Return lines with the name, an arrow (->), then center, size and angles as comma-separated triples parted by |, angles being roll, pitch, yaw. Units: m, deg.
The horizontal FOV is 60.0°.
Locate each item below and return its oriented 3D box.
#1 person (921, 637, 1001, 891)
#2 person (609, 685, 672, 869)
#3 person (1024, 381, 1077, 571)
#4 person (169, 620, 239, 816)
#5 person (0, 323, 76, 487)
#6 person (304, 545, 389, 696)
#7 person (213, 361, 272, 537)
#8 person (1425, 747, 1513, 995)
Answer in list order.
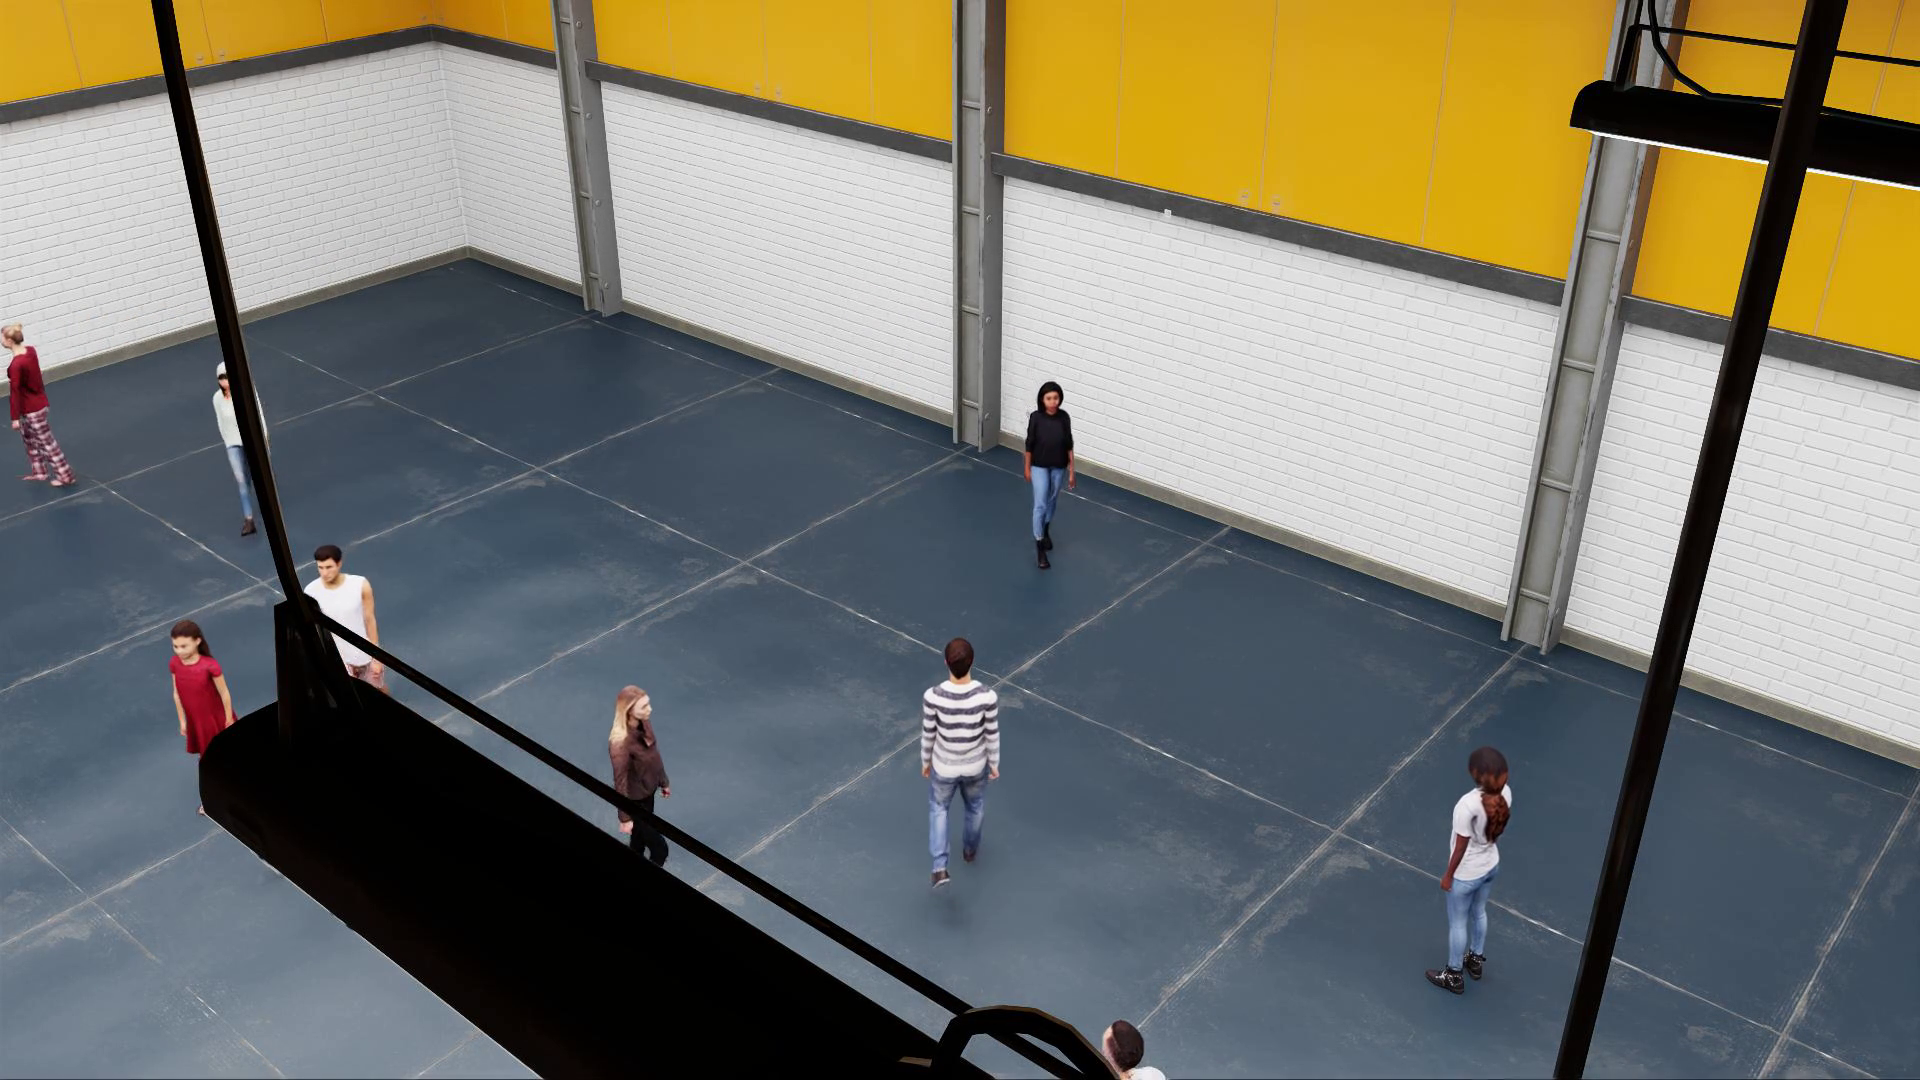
person -> -0.010, 1.486, 10.785 | 1.061, 1.832, 1.078 | 1, 29, 2
person -> -2.133, 1.644, 10.639 | 0.812, 1.694, 0.766 | 5, 29, 9
person -> 0.775, -0.666, 14.895 | 0.872, 1.673, 0.995 | -8, 30, -14
person -> -5.230, 1.219, 11.567 | 0.677, 1.552, 0.737 | 2, 29, 3
person -> -8.848, -1.286, 16.016 | 0.910, 1.689, 0.852 | -4, 29, -8
person -> -4.402, 0.784, 12.166 | 1.085, 1.741, 1.199 | -5, 29, -8
person -> -6.590, -0.904, 15.410 | 1.025, 1.598, 1.144 | -5, 29, -9
person -> 3.082, 1.976, 10.005 | 0.632, 1.718, 0.600 | -19, 34, -31
